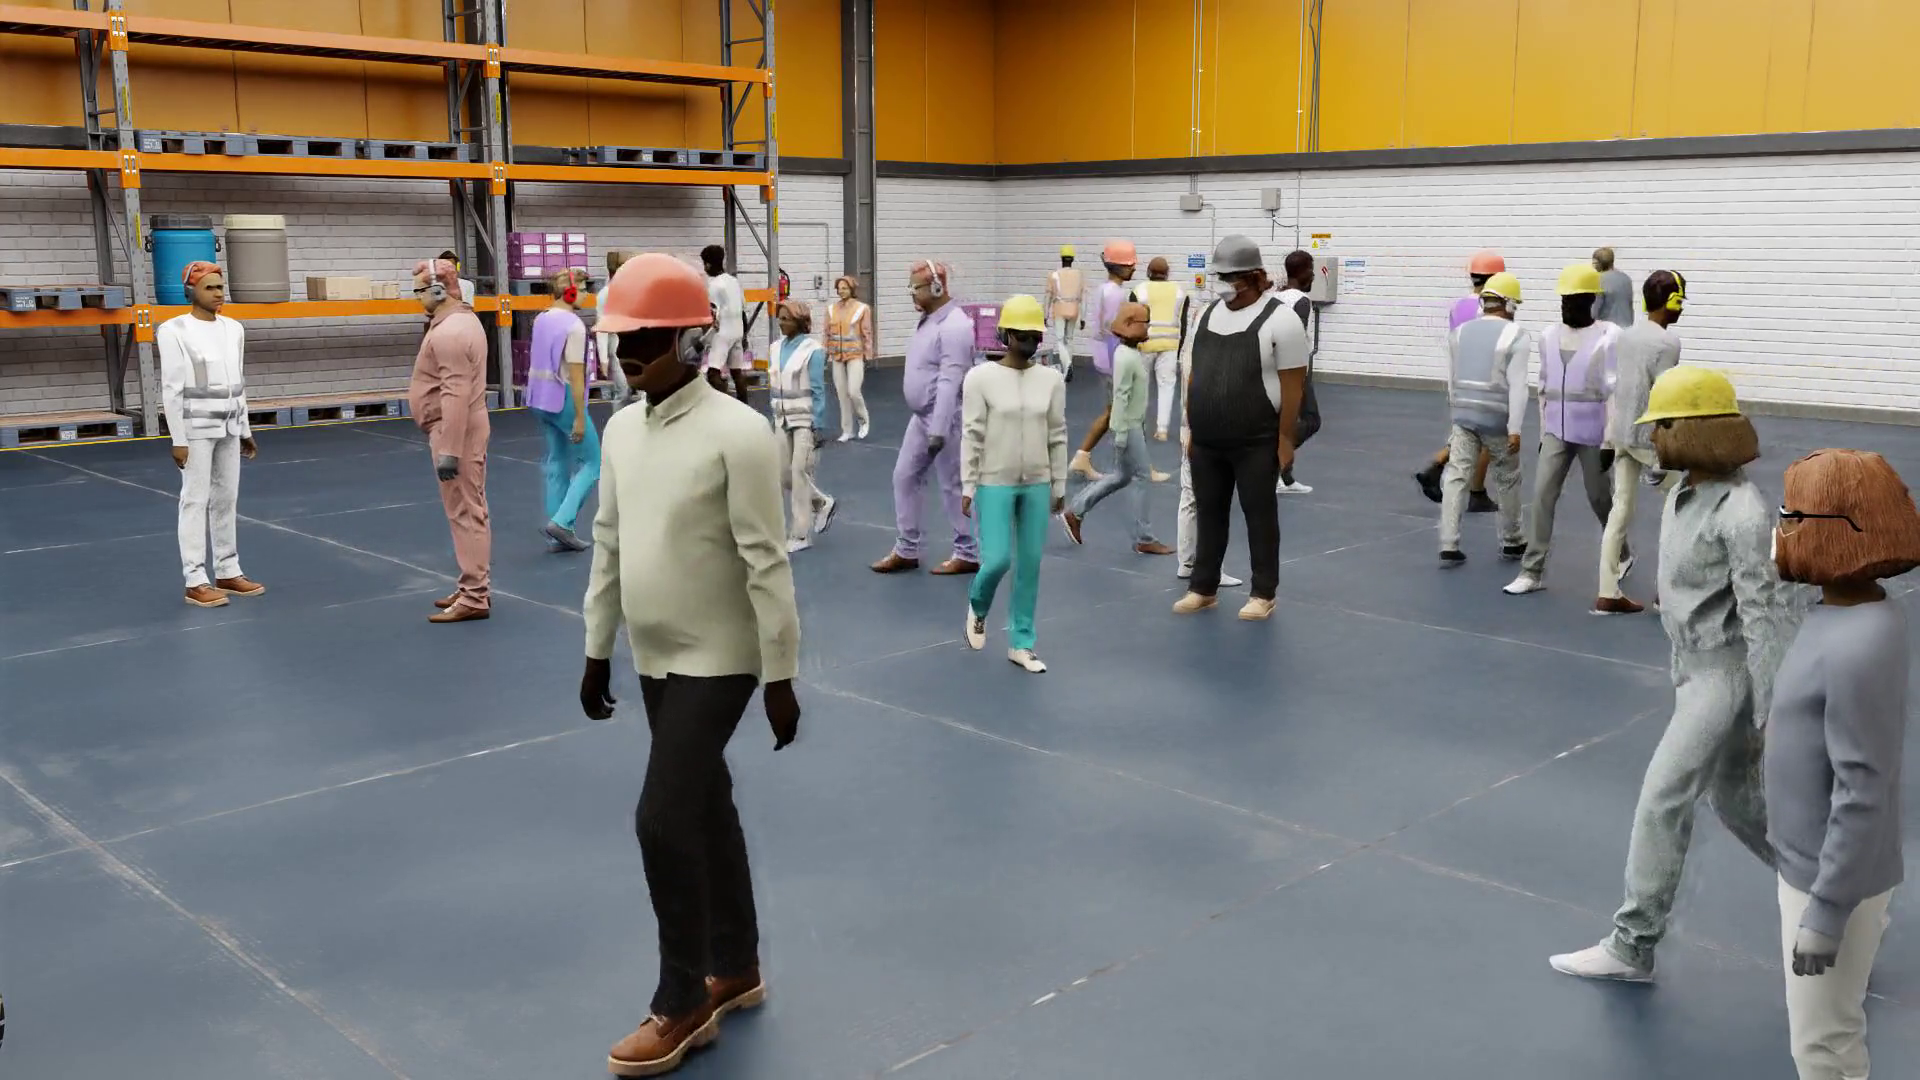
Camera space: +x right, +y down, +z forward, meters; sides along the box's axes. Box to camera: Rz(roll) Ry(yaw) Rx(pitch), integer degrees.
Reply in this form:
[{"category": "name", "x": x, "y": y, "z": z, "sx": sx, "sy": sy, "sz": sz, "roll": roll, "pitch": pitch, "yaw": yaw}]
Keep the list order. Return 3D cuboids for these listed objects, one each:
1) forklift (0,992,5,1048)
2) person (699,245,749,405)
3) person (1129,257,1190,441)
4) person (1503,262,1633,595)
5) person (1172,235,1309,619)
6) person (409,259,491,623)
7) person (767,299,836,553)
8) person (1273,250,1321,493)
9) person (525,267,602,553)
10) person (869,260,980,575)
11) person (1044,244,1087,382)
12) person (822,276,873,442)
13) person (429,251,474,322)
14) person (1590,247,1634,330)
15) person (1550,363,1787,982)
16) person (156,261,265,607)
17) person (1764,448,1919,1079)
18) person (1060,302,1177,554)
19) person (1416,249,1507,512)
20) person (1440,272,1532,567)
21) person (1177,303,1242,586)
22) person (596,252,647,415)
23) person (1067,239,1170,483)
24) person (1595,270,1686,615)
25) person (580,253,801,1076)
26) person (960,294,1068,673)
[{"category": "forklift", "x": -3.245, "y": 0.323, "z": 3.363, "sx": 2.313, "sy": 2.155, "sz": 1.214, "roll": 2, "pitch": 11, "yaw": 13}, {"category": "person", "x": -2.454, "y": -2.147, "z": 17.615, "sx": 0.385, "sy": 1.930, "sz": 0.827, "roll": 4, "pitch": 11, "yaw": 21}, {"category": "person", "x": 1.955, "y": -1.918, "z": 16.680, "sx": 0.632, "sy": 1.799, "sz": 0.905, "roll": -1, "pitch": 10, "yaw": -3}, {"category": "person", "x": 3.559, "y": -0.641, "z": 9.501, "sx": 1.005, "sy": 1.882, "sz": 0.598, "roll": -7, "pitch": 13, "yaw": -35}, {"category": "person", "x": 1.446, "y": -0.593, "z": 8.775, "sx": 0.691, "sy": 2.000, "sz": 0.536, "roll": 10, "pitch": 14, "yaw": 42}, {"category": "person", "x": -2.680, "y": -0.518, "z": 8.759, "sx": 0.401, "sy": 1.902, "sz": 0.641, "roll": -2, "pitch": 11, "yaw": -9}, {"category": "person", "x": -0.999, "y": -0.742, "z": 10.724, "sx": 0.521, "sy": 1.628, "sz": 0.529, "roll": 10, "pitch": 14, "yaw": 43}, {"category": "person", "x": 2.586, "y": -1.293, "z": 12.958, "sx": 0.444, "sy": 1.906, "sz": 0.625, "roll": -2, "pitch": 11, "yaw": -9}, {"category": "person", "x": -2.497, "y": -0.812, "z": 10.578, "sx": 0.561, "sy": 1.823, "sz": 0.474, "roll": 10, "pitch": 15, "yaw": 44}, {"category": "person", "x": -0.214, "y": -0.693, "z": 9.771, "sx": 0.794, "sy": 1.870, "sz": 0.655, "roll": -4, "pitch": 11, "yaw": -21}, {"category": "person", "x": 1.475, "y": -3.138, "z": 23.047, "sx": 0.594, "sy": 1.901, "sz": 0.774, "roll": -3, "pitch": 11, "yaw": -16}, {"category": "person", "x": -1.112, "y": -1.766, "z": 16.284, "sx": 0.512, "sy": 1.630, "sz": 0.362, "roll": 5, "pitch": 12, "yaw": 26}, {"category": "person", "x": -5.476, "y": -2.185, "z": 17.966, "sx": 0.509, "sy": 1.860, "sz": 0.318, "roll": -2, "pitch": 11, "yaw": -11}, {"category": "person", "x": 6.957, "y": -2.201, "z": 17.947, "sx": 0.660, "sy": 1.893, "sz": 0.818, "roll": -10, "pitch": 14, "yaw": -42}, {"category": "person", "x": 2.095, "y": 0.375, "z": 4.442, "sx": 0.826, "sy": 1.697, "sz": 0.530, "roll": 2, "pitch": 11, "yaw": 9}, {"category": "person", "x": -4.128, "y": -0.587, "z": 9.178, "sx": 0.358, "sy": 1.882, "sz": 0.574, "roll": 4, "pitch": 11, "yaw": 19}, {"category": "person", "x": 1.636, "y": 0.640, "z": 3.163, "sx": 0.266, "sy": 1.631, "sz": 0.507, "roll": 5, "pitch": 11, "yaw": 24}, {"category": "person", "x": 1.009, "y": -0.712, "z": 10.604, "sx": 0.717, "sy": 1.615, "sz": 0.501, "roll": 2, "pitch": 11, "yaw": 10}, {"category": "person", "x": 3.716, "y": -1.140, "z": 12.092, "sx": 0.569, "sy": 1.921, "sz": 0.550, "roll": -3, "pitch": 11, "yaw": -15}, {"category": "person", "x": 3.274, "y": -0.736, "z": 10.224, "sx": 0.855, "sy": 1.783, "sz": 0.628, "roll": -8, "pitch": 13, "yaw": -38}, {"category": "person", "x": 1.435, "y": -0.551, "z": 9.644, "sx": 0.308, "sy": 1.640, "sz": 0.510, "roll": -4, "pitch": 11, "yaw": -22}, {"category": "person", "x": -3.028, "y": -1.711, "z": 15.370, "sx": 0.683, "sy": 1.876, "sz": 1.051, "roll": -4, "pitch": 11, "yaw": -23}, {"category": "person", "x": 1.301, "y": -1.438, "z": 13.552, "sx": 0.778, "sy": 2.004, "sz": 0.661, "roll": -1, "pitch": 10, "yaw": -3}, {"category": "person", "x": 3.737, "y": -0.508, "z": 8.854, "sx": 0.713, "sy": 1.837, "sz": 0.499, "roll": -3, "pitch": 11, "yaw": -18}, {"category": "person", "x": -0.750, "y": 0.302, "z": 4.065, "sx": 0.706, "sy": 1.972, "sz": 0.659, "roll": -10, "pitch": 14, "yaw": -43}, {"category": "person", "x": 0.241, "y": -0.265, "z": 7.750, "sx": 0.547, "sy": 1.752, "sz": 0.436, "roll": -5, "pitch": 11, "yaw": -24}]
